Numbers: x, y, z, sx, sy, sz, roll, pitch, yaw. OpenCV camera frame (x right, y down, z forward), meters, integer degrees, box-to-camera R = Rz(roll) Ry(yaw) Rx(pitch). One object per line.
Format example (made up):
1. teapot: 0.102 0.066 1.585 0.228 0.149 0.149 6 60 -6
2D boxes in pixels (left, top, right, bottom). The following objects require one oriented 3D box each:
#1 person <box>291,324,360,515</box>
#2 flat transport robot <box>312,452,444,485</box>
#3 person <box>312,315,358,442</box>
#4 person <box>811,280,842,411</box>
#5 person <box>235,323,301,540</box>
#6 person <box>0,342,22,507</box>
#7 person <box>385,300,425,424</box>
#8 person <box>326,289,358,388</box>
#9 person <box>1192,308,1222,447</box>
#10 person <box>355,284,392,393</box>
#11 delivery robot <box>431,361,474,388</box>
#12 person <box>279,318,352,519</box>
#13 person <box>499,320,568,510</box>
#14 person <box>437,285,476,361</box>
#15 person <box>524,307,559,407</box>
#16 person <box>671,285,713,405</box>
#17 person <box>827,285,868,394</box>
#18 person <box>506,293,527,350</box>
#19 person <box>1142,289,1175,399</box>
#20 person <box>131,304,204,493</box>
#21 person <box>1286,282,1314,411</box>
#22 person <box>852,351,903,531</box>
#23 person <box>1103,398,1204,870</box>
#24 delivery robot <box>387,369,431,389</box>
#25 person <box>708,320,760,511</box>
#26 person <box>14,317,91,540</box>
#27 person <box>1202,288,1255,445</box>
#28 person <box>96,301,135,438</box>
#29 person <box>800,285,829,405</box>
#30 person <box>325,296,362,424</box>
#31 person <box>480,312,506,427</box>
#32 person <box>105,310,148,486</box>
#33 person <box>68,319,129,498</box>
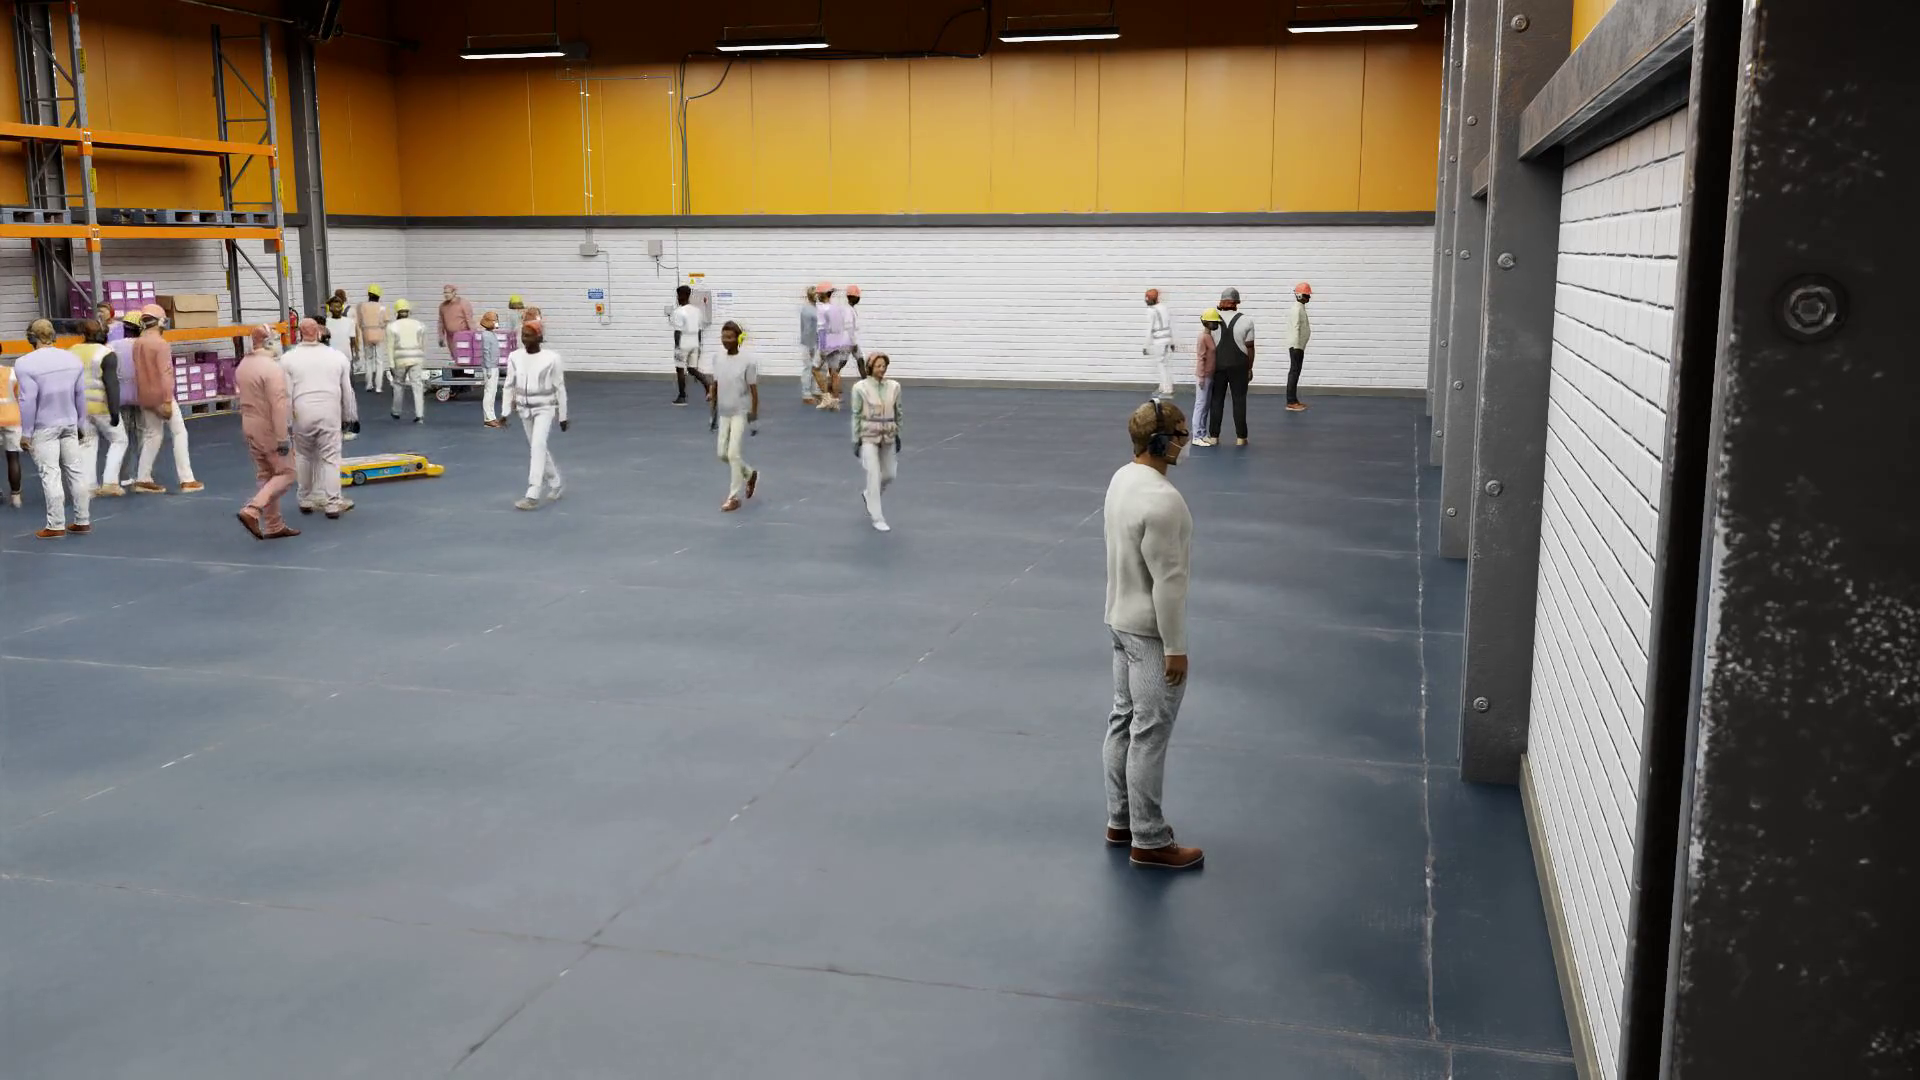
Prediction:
1. person: -6.003 -1.144 15.874 0.842 1.805 0.653 6 12 30
2. flat transport robot: -6.460 -0.784 18.199 0.652 0.197 1.431 8 13 39
3. person: -8.173 -2.056 21.426 0.556 1.658 0.808 4 11 20
4. person: -2.058 -3.003 25.790 0.478 2.025 0.622 6 12 30
5. person: -6.023 -0.918 14.370 0.669 1.892 0.530 9 13 42
6. person: -9.365 -1.139 16.228 0.543 1.686 0.371 -6 12 -30
7. person: -8.012 -2.573 24.057 0.583 1.783 0.932 -6 12 -33
8. person: -10.657 -3.409 28.659 0.556 1.820 0.680 -6 12 -30
9. person: 3.188 -2.086 21.342 0.326 1.767 0.533 5 11 27
10. person: -10.224 -3.515 29.077 0.628 1.889 0.690 -2 10 -9
11. delivery robot: -8.792 -2.858 28.876 0.707 0.478 0.477 -8 13 -40
12. person: -6.102 -1.153 15.770 0.660 1.873 0.895 -5 11 -25
13. person: -4.176 -1.257 16.459 0.578 1.843 0.964 4 11 19
14. person: -9.031 -3.625 29.792 0.703 1.863 0.733 4 11 22
15. person: -6.626 -2.846 26.119 0.816 1.594 0.536 3 11 18
16. person: -4.325 -3.123 26.721 0.678 1.949 0.615 6 12 31
17. person: -1.868 -3.441 28.693 1.013 1.883 0.568 1 10 8
18. person: -7.859 -3.546 29.757 0.687 1.724 0.485 9 13 41
19. person: 3.359 -3.289 27.923 0.555 1.842 0.599 6 12 30
20. person: -8.337 -1.458 17.239 0.645 1.956 0.656 6 12 30
21. person: 5.308 -3.025 26.005 0.396 1.993 0.617 3 10 17
22. person: -0.780 -0.914 15.122 0.522 1.621 0.610 -6 12 -31
23. person: 0.787 0.384 6.867 0.372 1.940 0.631 -3 10 -14
24. delivery robot: -9.480 -2.811 28.607 0.707 0.478 0.477 -3 10 -16
25. person: -2.183 -1.228 16.250 0.529 1.852 0.674 6 12 29
26. person: -7.911 -0.966 14.514 0.353 1.936 0.635 4 11 23
27. person: 3.468 -2.243 21.449 0.672 2.000 0.536 3 10 15
28. person: -11.347 -2.298 22.363 0.584 1.825 0.528 2 10 9
29. person: -2.303 -3.117 26.727 0.578 1.921 0.662 2 10 13
30. person: -8.821 -2.540 23.719 0.520 1.834 0.806 -5 11 -25
31. person: -6.658 -2.428 23.651 0.268 1.631 0.509 0 10 -3
32. person: -8.756 -1.478 17.569 0.649 1.890 0.698 -4 11 -23
33. person: -8.743 -1.324 16.870 0.665 1.822 0.464 3 10 16
